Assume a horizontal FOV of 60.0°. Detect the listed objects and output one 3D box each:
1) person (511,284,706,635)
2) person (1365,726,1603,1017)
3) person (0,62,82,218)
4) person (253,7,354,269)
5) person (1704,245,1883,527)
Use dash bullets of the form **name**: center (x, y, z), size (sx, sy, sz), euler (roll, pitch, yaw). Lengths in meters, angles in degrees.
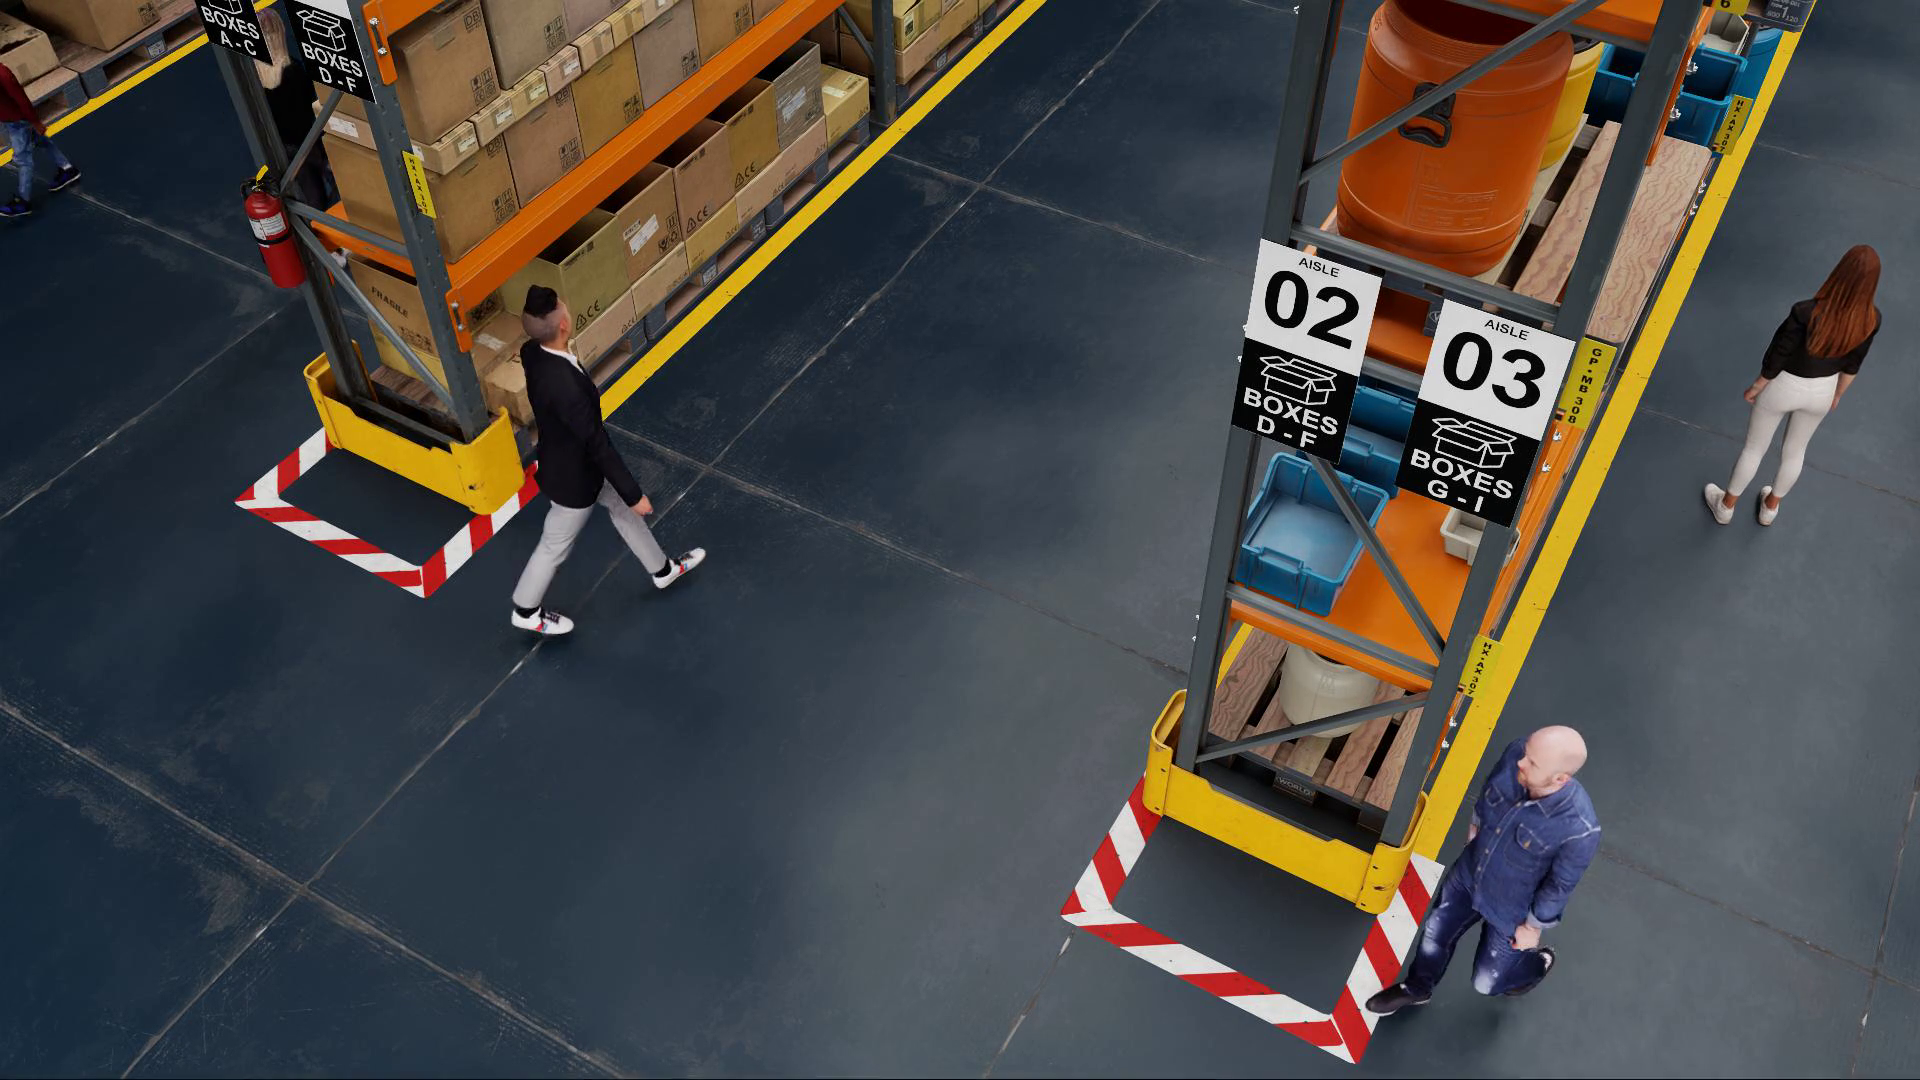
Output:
- **person**: center (-1.856, -0.302, 7.617), size (1.384, 1.905, 1.272), euler (-15, 49, -13)
- **person**: center (2.065, 1.295, 6.208), size (1.133, 1.805, 1.052), euler (-17, 50, -15)
- **person**: center (-5.783, -2.661, 10.253), size (0.590, 1.236, 0.855), euler (31, 55, 26)
- **person**: center (-3.808, -2.208, 9.533), size (0.682, 1.679, 0.710), euler (17, 50, 15)
- **person**: center (4.113, -0.734, 8.152), size (0.674, 1.704, 0.652), euler (5, 47, 5)
